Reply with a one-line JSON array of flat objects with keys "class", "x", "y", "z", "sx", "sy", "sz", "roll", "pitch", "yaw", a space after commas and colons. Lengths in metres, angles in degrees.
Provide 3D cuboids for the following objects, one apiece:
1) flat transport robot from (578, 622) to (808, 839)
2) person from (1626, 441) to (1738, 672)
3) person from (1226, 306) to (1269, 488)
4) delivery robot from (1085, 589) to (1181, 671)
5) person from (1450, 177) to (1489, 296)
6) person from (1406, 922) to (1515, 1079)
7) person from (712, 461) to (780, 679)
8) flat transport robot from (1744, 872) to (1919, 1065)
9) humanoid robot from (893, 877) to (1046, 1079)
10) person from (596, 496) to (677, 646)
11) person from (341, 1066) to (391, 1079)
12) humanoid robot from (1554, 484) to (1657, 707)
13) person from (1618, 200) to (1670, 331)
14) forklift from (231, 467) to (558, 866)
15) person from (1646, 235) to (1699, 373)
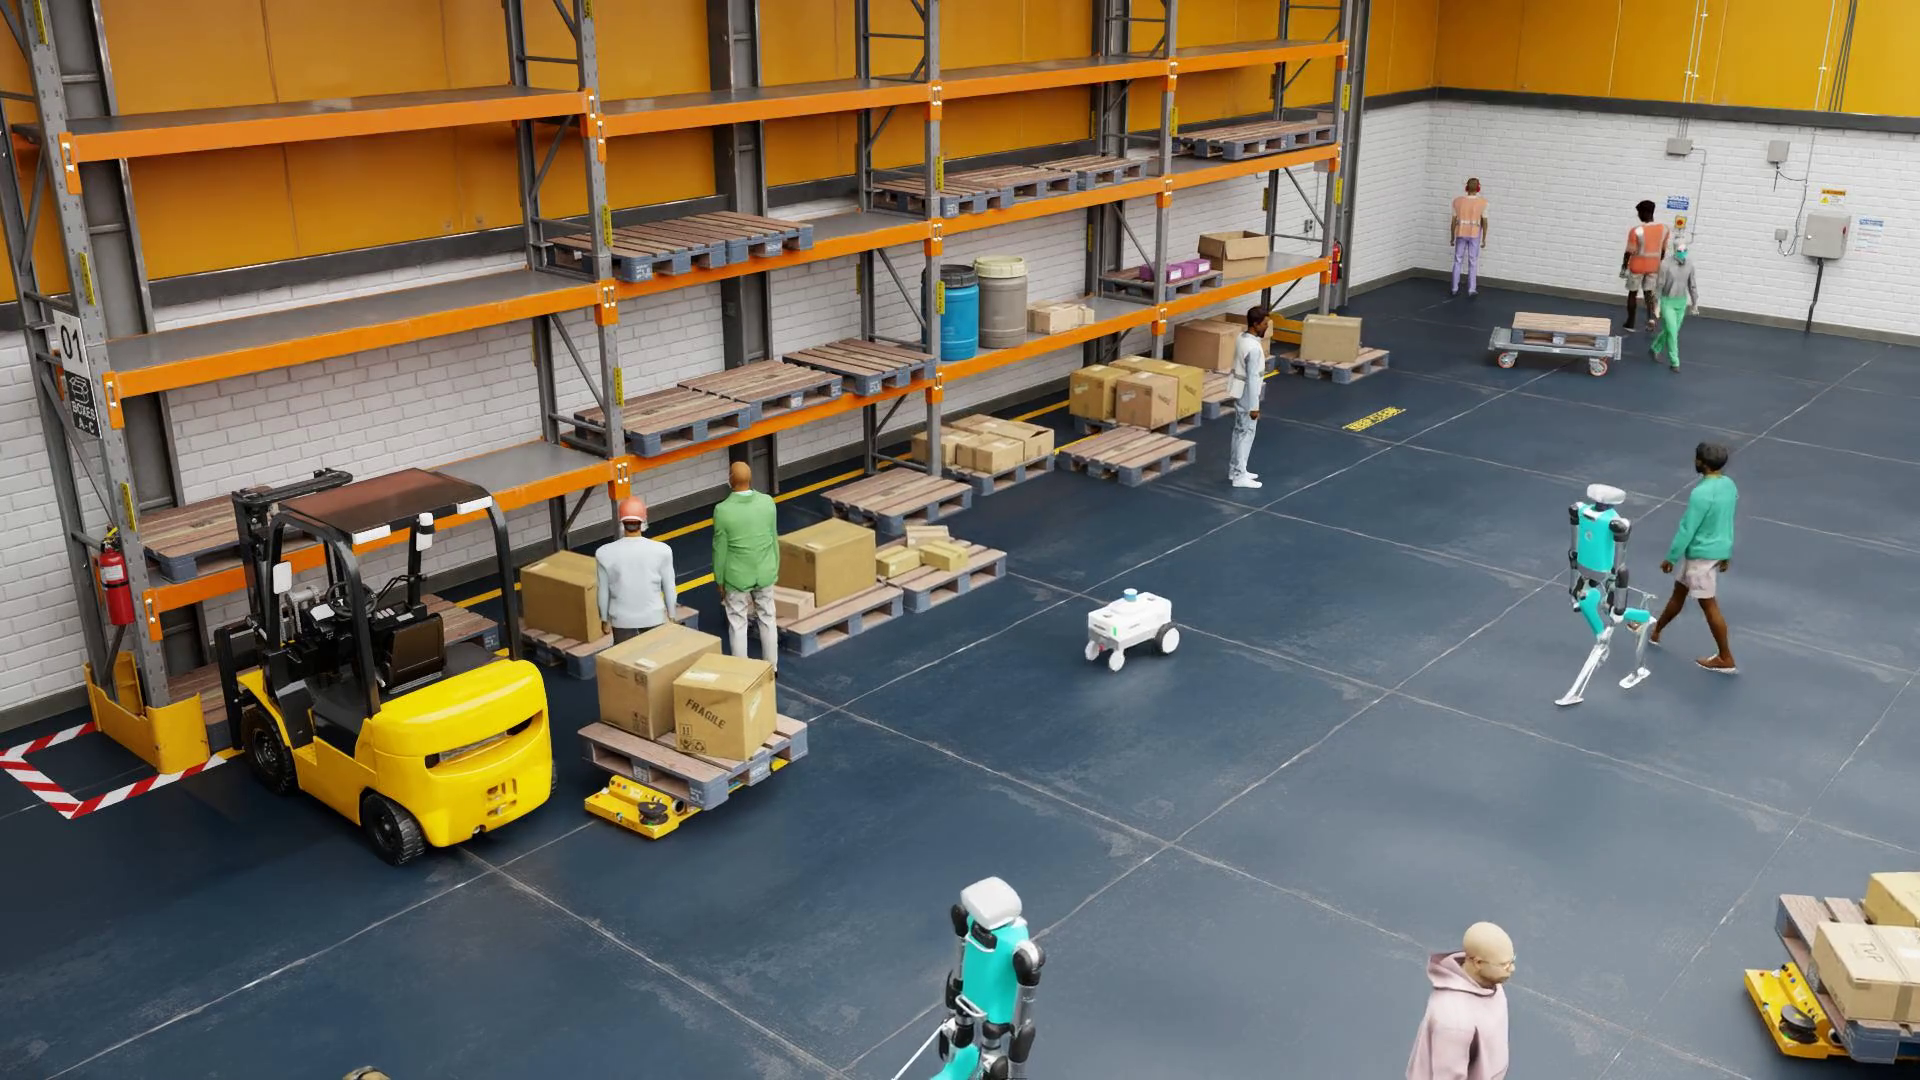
[{"class": "flat transport robot", "x": -1.799, "y": 1.569, "z": 11.299, "sx": 0.659, "sy": 0.231, "sz": 1.431, "roll": 14, "pitch": 24, "yaw": 33}, {"class": "person", "x": 5.804, "y": 0.100, "z": 13.083, "sx": 0.519, "sy": 1.790, "sz": 0.991, "roll": -16, "pitch": 26, "yaw": -37}, {"class": "person", "x": 2.969, "y": -1.481, "z": 17.204, "sx": 0.400, "sy": 1.909, "sz": 0.598, "roll": -1, "pitch": 20, "yaw": -4}, {"class": "delivery robot", "x": 1.360, "y": 0.672, "z": 13.284, "sx": 0.759, "sy": 0.573, "sz": 0.499, "roll": -17, "pitch": 26, "yaw": -39}, {"class": "person", "x": 7.993, "y": -4.762, "z": 26.172, "sx": 0.565, "sy": 1.849, "sz": 0.390, "roll": 9, "pitch": 22, "yaw": 22}, {"class": "person", "x": 2.081, "y": 2.364, "z": 6.979, "sx": 0.438, "sy": 1.781, "sz": 0.553, "roll": 11, "pitch": 23, "yaw": 27}, {"class": "person", "x": -1.623, "y": 0.260, "z": 12.679, "sx": 0.534, "sy": 1.778, "sz": 0.388, "roll": -10, "pitch": 22, "yaw": -25}, {"class": "flat transport robot", "x": 4.995, "y": 2.499, "z": 8.779, "sx": 1.431, "sy": 0.231, "sz": 0.659, "roll": 2, "pitch": 20, "yaw": 7}, {"class": "humanoid robot", "x": -0.065, "y": 2.340, "z": 7.161, "sx": 1.040, "sy": 1.763, "sz": 0.546, "roll": -15, "pitch": 25, "yaw": -35}, {"class": "person", "x": -2.324, "y": 0.525, "z": 12.008, "sx": 0.572, "sy": 1.738, "sz": 0.351, "roll": -4, "pitch": 21, "yaw": -10}, {"class": "person", "x": -2.022, "y": 2.678, "z": 5.886, "sx": 0.375, "sy": 1.939, "sz": 0.627, "roll": 5, "pitch": 21, "yaw": 14}, {"class": "humanoid robot", "x": 4.941, "y": 0.397, "z": 12.434, "sx": 1.030, "sy": 1.770, "sz": 0.535, "roll": -9, "pitch": 22, "yaw": -23}, {"class": "person", "x": 9.741, "y": -3.902, "z": 23.731, "sx": 0.637, "sy": 1.928, "sz": 0.602, "roll": -2, "pitch": 20, "yaw": -6}, {"class": "forklift", "x": -3.730, "y": 0.710, "z": 10.856, "sx": 2.313, "sy": 2.155, "sz": 1.214, "roll": 17, "pitch": 26, "yaw": 38}, {"class": "person", "x": 9.351, "y": -3.146, "z": 21.870, "sx": 0.608, "sy": 1.800, "sz": 0.740, "roll": -3, "pitch": 20, "yaw": -8}]
